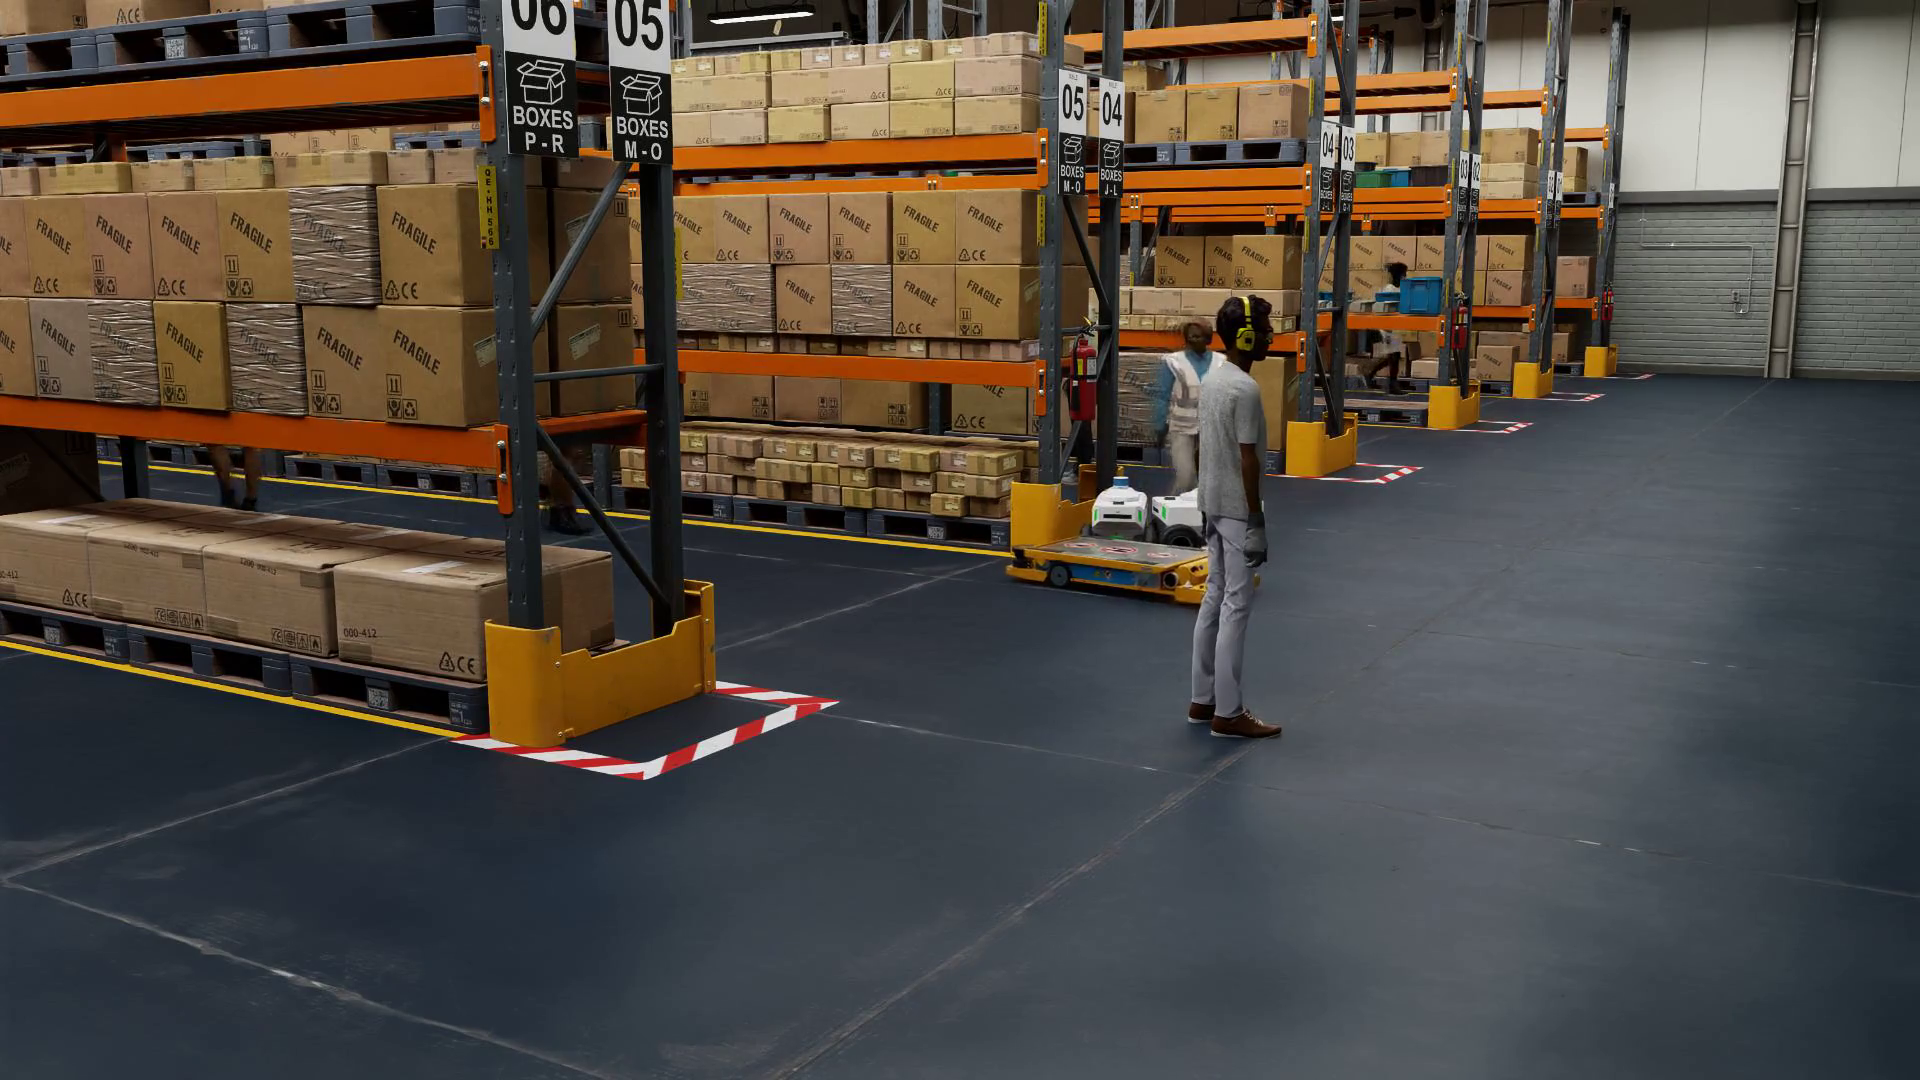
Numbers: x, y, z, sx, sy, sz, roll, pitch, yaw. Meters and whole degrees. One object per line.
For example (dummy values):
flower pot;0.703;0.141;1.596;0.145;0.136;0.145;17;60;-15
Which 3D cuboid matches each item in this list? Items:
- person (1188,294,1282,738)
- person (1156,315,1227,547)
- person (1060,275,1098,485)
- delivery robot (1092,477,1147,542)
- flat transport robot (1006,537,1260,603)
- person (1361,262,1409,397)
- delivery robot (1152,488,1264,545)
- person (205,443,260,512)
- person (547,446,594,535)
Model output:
person;1.171;-0.099;7.066;0.313;1.869;0.538;-3;10;-15
person;1.651;-0.747;11.576;0.531;1.620;0.392;-2;10;-14
person;1.023;-1.480;14.788;0.402;1.990;0.622;1;10;7
delivery robot;1.070;-0.181;11.111;0.477;0.478;0.707;1;10;8
flat transport robot;1.050;0.161;10.216;1.431;0.197;0.652;7;12;36
person;6.204;-3.042;24.046;0.580;1.950;0.637;6;11;31
delivery robot;1.650;-0.175;11.079;0.707;0.478;0.477;-1;10;-5
person;-5.586;-1.088;12.709;0.554;1.915;0.586;8;13;39
person;-2.811;-0.986;12.100;0.649;1.919;0.570;4;11;24
